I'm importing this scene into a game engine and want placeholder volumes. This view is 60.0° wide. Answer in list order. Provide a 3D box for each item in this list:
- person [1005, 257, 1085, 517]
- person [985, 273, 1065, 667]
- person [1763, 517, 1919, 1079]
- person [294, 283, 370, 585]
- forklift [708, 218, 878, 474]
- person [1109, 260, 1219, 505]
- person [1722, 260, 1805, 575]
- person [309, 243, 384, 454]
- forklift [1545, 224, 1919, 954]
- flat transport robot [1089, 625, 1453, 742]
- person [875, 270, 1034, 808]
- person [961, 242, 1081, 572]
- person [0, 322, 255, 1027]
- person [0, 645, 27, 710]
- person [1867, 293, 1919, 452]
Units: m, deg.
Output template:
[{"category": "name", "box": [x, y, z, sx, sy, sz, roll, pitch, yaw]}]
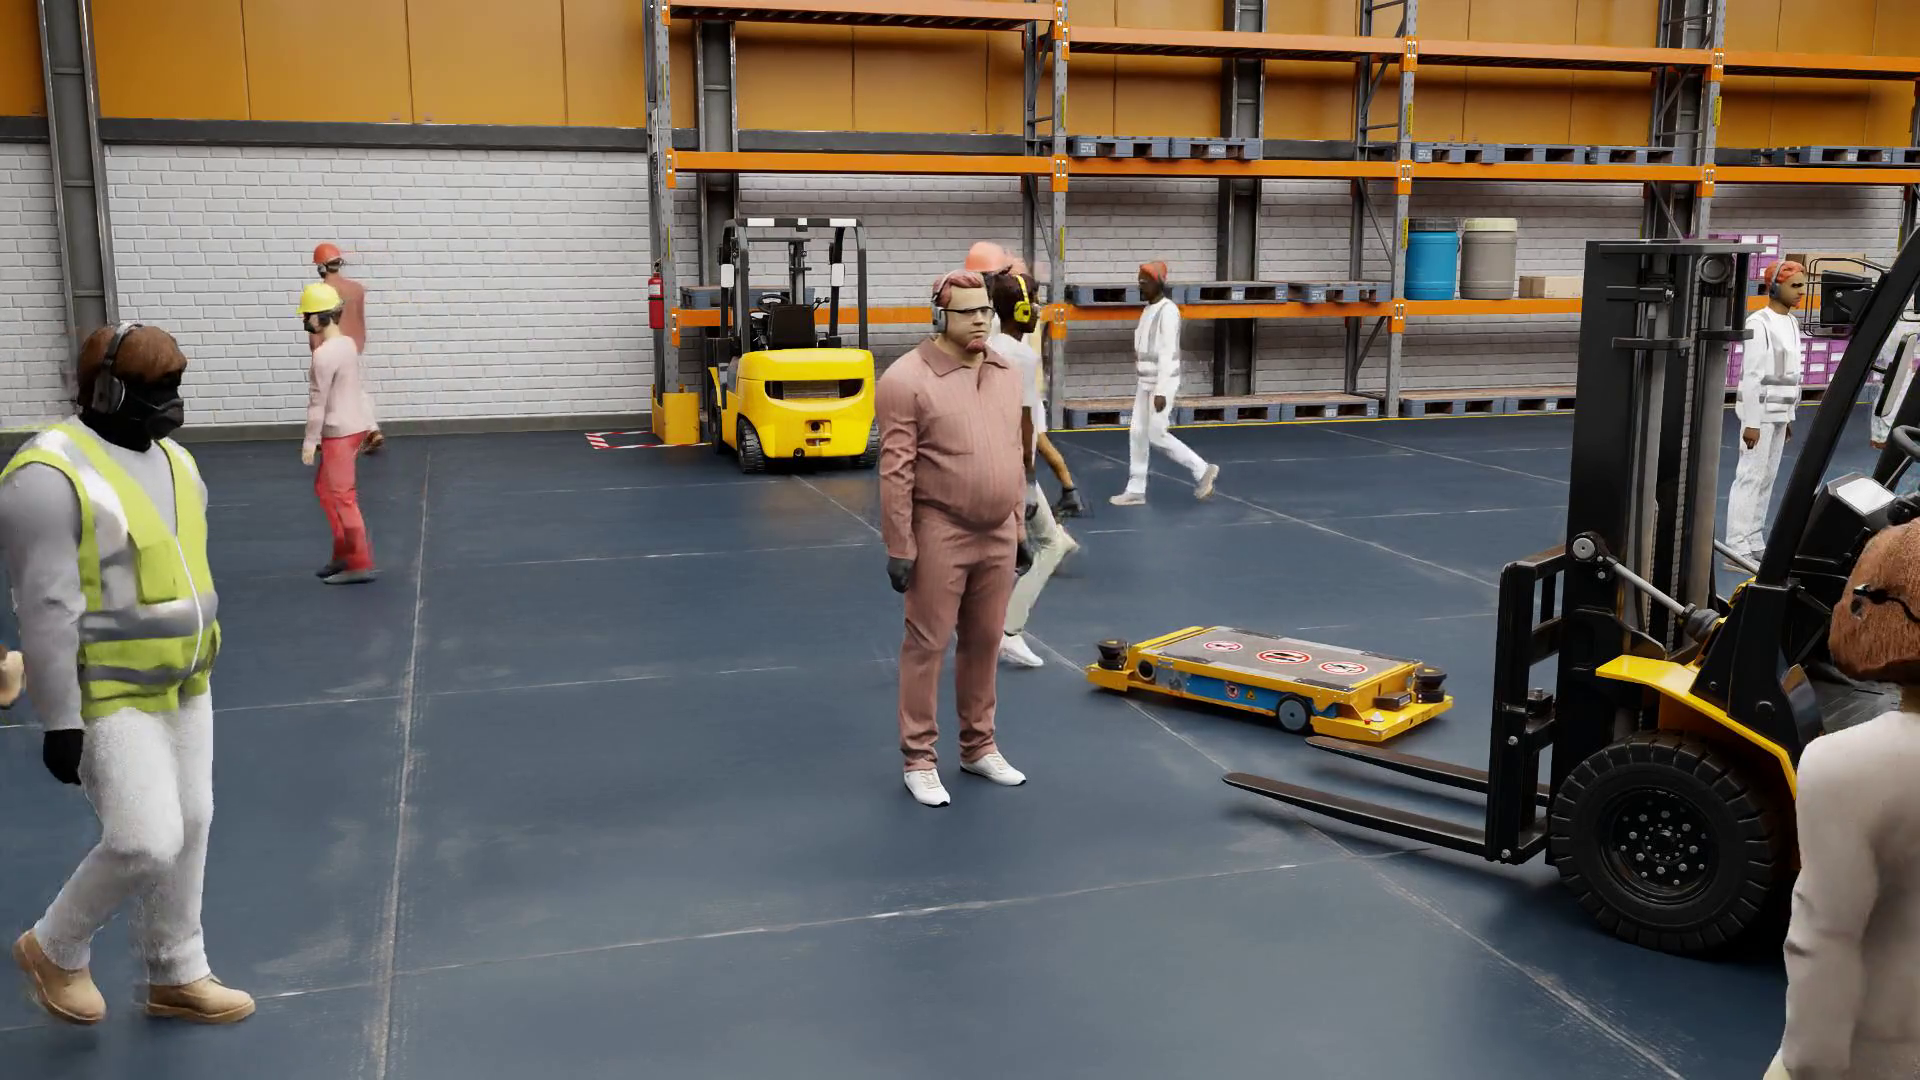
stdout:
[{"category": "person", "box": [0.447, -1.086, 11.979, 1.009, 1.885, 0.551, 3, 11, 18]}, {"category": "person", "box": [0.248, -0.306, 7.780, 0.424, 1.852, 0.529, -6, 12, -30]}, {"category": "person", "box": [1.411, 0.769, 2.513, 0.505, 1.622, 0.378, -3, 11, -14]}, {"category": "person", "box": [-3.689, -0.602, 9.630, 0.489, 1.750, 0.555, -1, 10, -4]}, {"category": "forklift", "box": [-1.522, -1.778, 14.899, 1.214, 2.155, 2.313, -3, 11, -17]}, {"category": "person", "box": [1.543, -1.162, 12.451, 0.748, 1.861, 0.585, -2, 11, -13]}, {"category": "person", "box": [4.876, -0.738, 10.046, 0.585, 1.882, 0.337, -10, 14, -44]}, {"category": "person", "box": [-5.752, -1.760, 15.428, 0.830, 1.969, 0.626, 8, 13, 38]}, {"category": "forklift", "box": [2.909, 0.117, 4.508, 2.313, 2.155, 1.214, 9, 14, 40]}, {"category": "flat transport robot", "box": [1.325, 0.586, 7.212, 1.431, 0.197, 0.652, 9, 14, 40]}, {"category": "person", "box": [0.013, -0.010, 5.998, 0.654, 1.906, 0.407, -8, 13, -38]}, {"category": "person", "box": [0.284, -0.789, 10.028, 1.011, 2.008, 0.624, 5, 11, 24]}, {"category": "person", "box": [-2.078, 0.372, 4.136, 0.464, 1.817, 0.659, 2, 11, 10]}, {"category": "person", "box": [-4.184, -0.015, 6.658, 0.540, 1.678, 0.661, 6, 12, 28]}, {"category": "person", "box": [8.827, -1.760, 15.644, 0.437, 1.894, 0.801, 7, 12, 33]}]
